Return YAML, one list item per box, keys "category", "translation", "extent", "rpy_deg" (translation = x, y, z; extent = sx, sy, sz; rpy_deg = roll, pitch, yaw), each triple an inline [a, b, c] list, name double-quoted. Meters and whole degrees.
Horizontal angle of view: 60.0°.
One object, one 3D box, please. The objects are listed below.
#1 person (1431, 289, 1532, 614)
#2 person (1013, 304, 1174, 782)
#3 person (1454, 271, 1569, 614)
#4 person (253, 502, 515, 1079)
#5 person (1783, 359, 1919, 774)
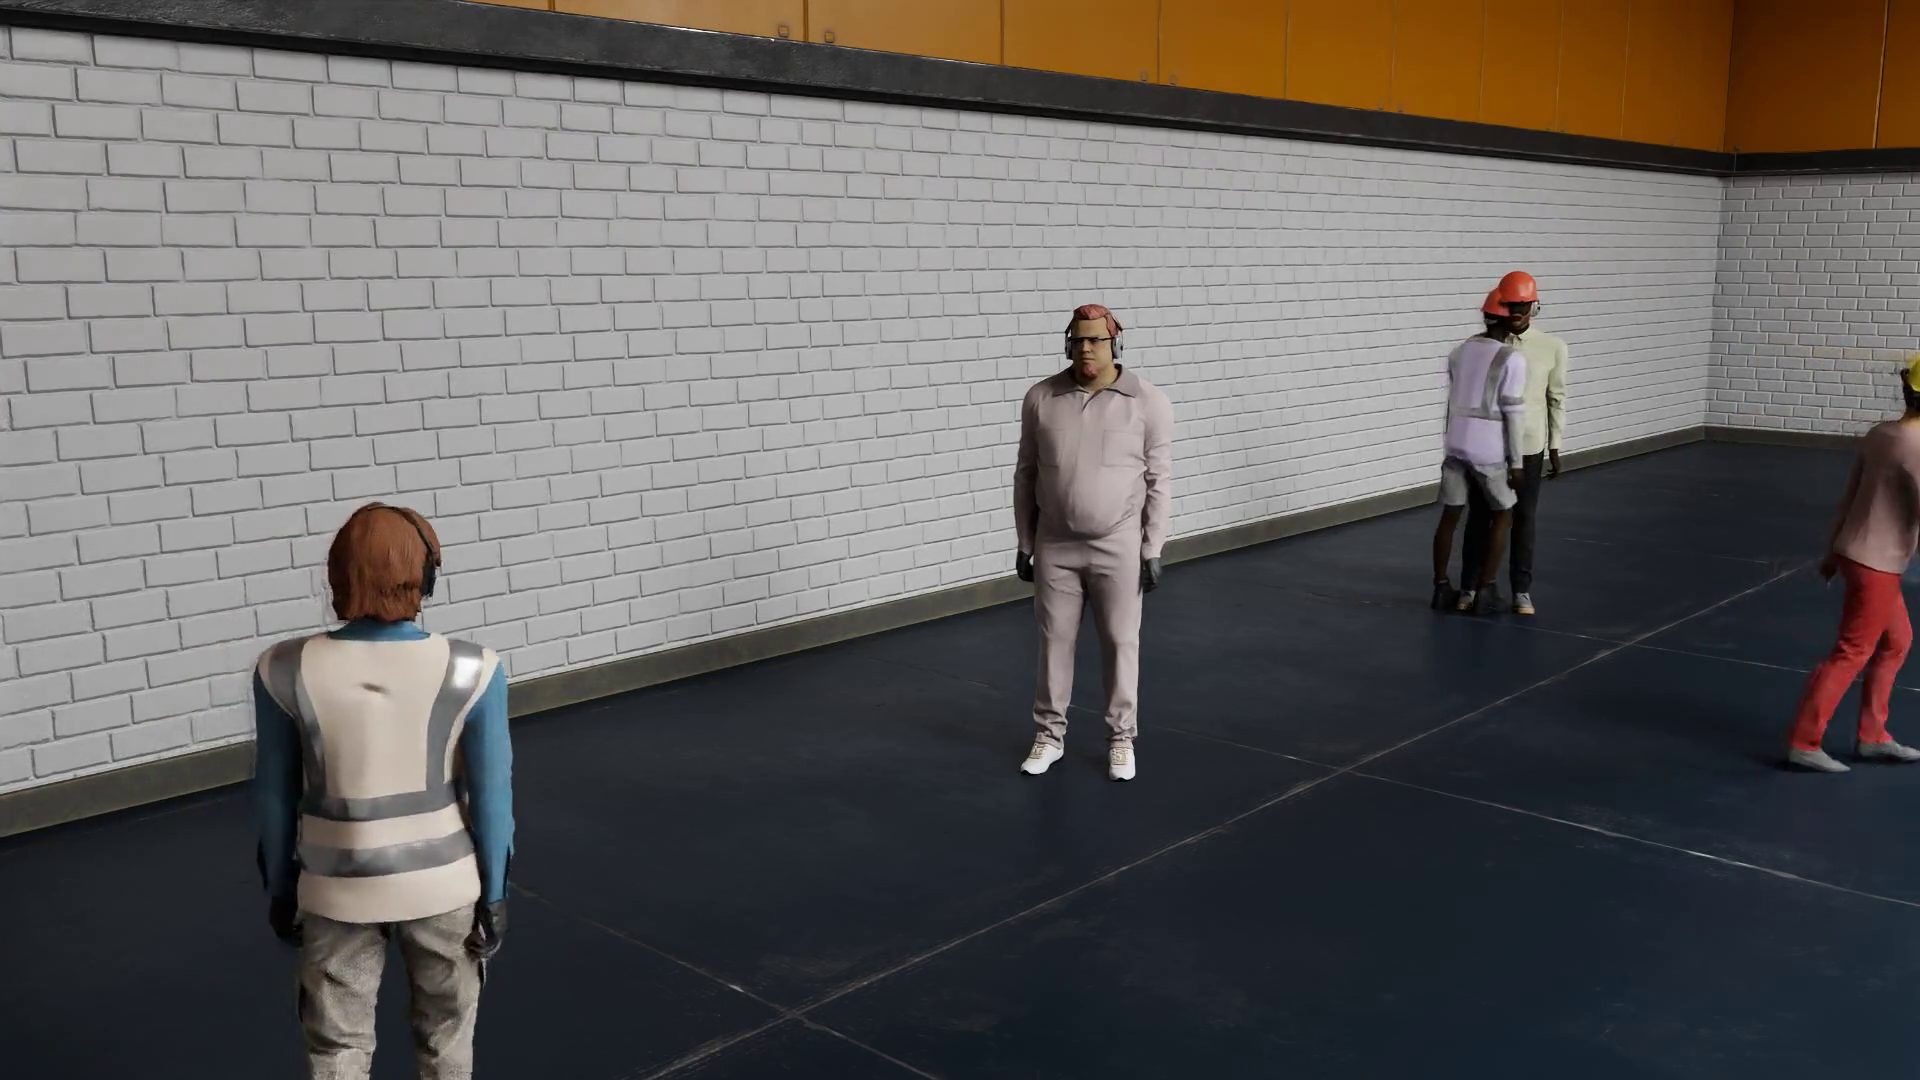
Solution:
- category: "person"
  translation: [3.063, -0.513, 9.691]
  extent: [0.500, 1.913, 0.544]
  rpy_deg: [-5, 11, -28]
- category: "person"
  translation: [0.518, 0.016, 6.670]
  extent: [0.641, 1.909, 0.409]
  rpy_deg: [3, 10, 14]
- category: "person"
  translation: [3.198, -0.558, 9.685]
  extent: [0.612, 1.995, 0.393]
  rpy_deg: [3, 10, 17]
- category: "person"
  translation: [-1.164, 0.742, 3.362]
  extent: [0.517, 1.625, 0.655]
  rpy_deg: [-2, 10, -10]
- category: "person"
  translation: [3.694, 0.110, 6.647]
  extent: [0.703, 1.723, 0.540]
  rpy_deg: [1, 10, 8]
